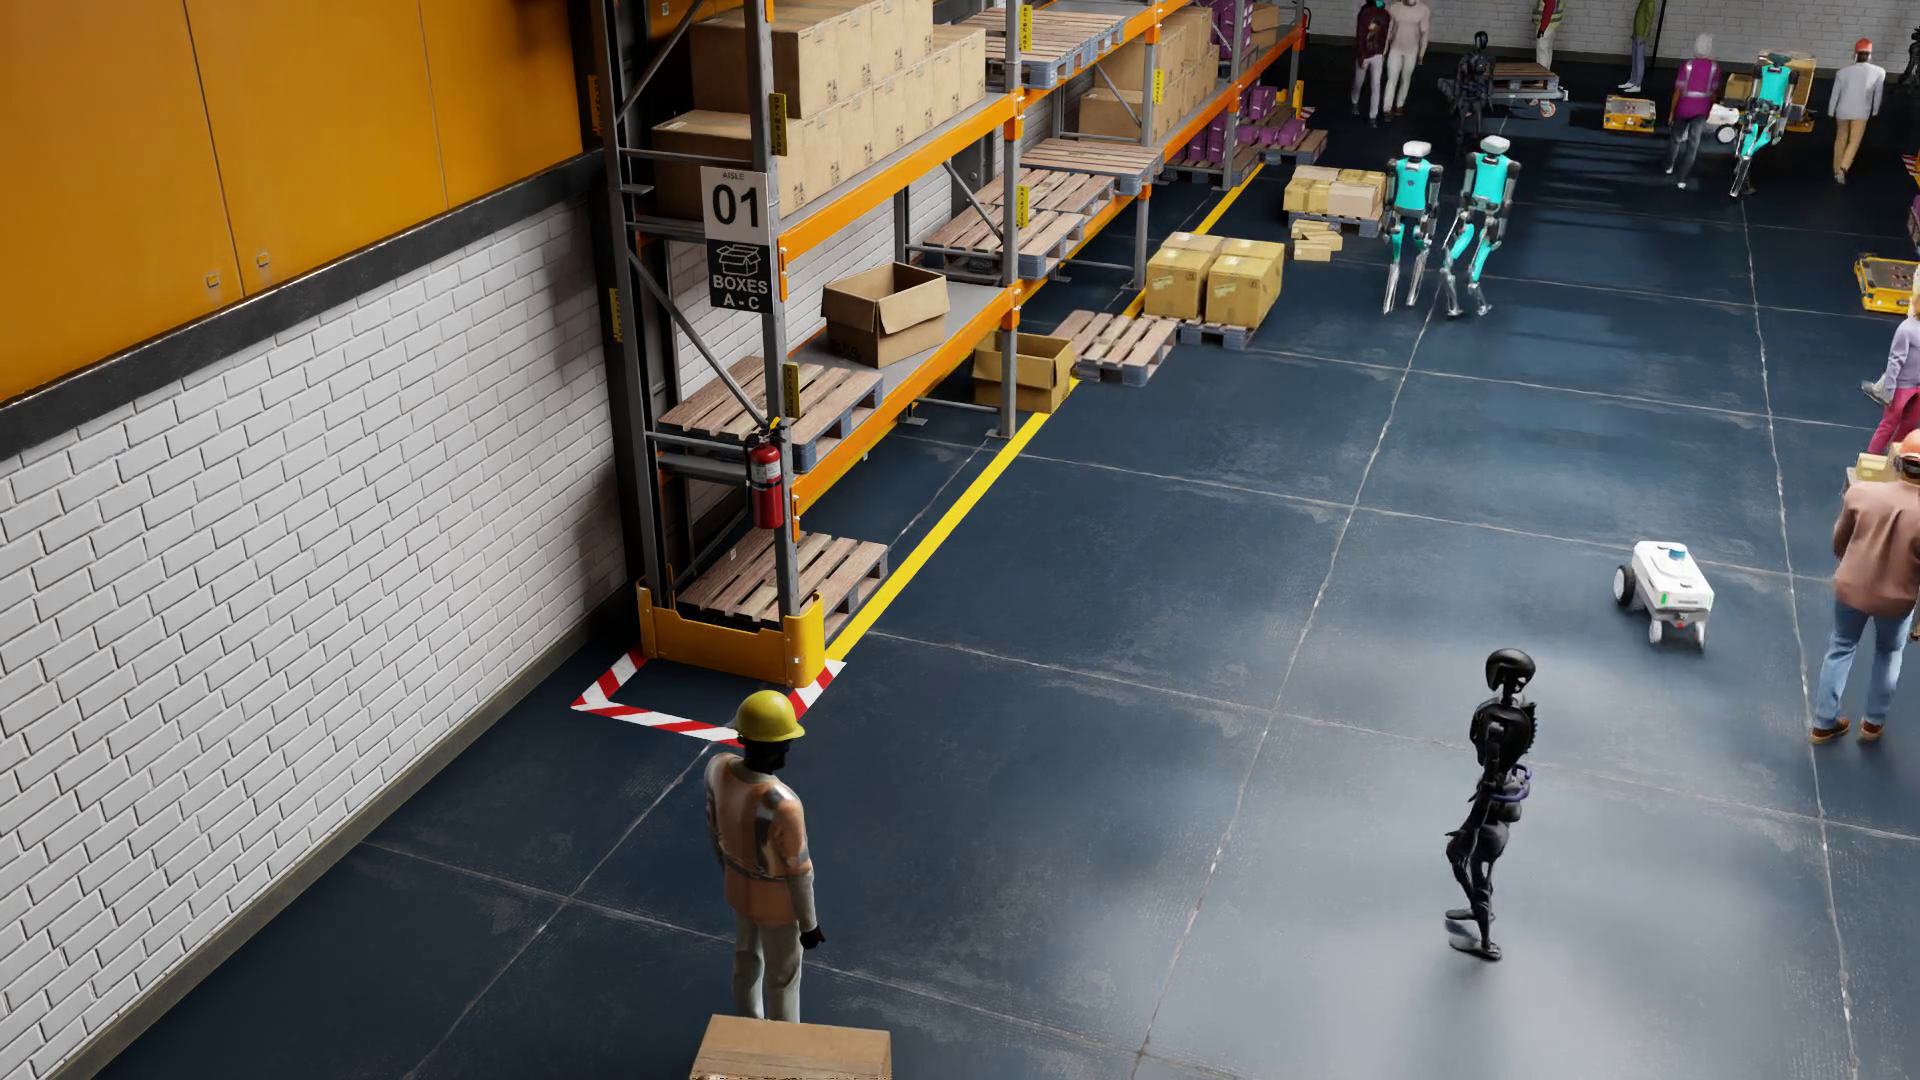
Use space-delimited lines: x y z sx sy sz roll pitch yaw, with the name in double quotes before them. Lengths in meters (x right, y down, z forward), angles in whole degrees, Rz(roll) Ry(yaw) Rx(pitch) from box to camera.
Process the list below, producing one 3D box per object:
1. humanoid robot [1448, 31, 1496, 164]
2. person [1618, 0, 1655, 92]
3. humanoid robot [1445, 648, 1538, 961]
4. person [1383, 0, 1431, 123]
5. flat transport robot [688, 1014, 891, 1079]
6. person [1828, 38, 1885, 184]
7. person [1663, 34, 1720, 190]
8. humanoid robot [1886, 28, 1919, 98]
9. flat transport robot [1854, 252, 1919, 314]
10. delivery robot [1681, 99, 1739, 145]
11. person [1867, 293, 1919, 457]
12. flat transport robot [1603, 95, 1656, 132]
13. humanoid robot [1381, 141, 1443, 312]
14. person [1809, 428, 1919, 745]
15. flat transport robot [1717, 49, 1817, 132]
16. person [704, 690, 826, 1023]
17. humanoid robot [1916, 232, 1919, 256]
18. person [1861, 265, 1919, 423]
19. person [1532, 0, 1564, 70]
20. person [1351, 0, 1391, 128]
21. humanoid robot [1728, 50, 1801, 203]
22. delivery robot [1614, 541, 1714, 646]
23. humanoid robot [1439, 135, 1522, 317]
"humanoid robot" 6.483 -5.601 21.075 0.597 1.645 0.337 -7 28 -14
"person" 10.183 -7.553 24.910 0.270 1.631 0.508 2 27 4
"humanoid robot" 2.481 1.254 7.783 0.356 1.652 0.609 13 30 24
"person" 6.170 -6.784 23.146 0.630 1.870 1.067 6 28 12
"flat transport robot" -0.756 2.784 6.351 1.431 0.231 0.659 -16 31 -28
"person" 10.888 -5.226 20.302 0.566 1.713 0.791 18 32 31
"person" 8.919 -5.245 20.260 0.507 1.790 0.982 10 29 18
"humanoid robot" 14.092 -7.320 24.422 0.609 1.646 0.478 -21 34 -35
"flat transport robot" 9.421 -2.564 16.725 0.659 0.231 1.431 10 29 19
"delivery robot" 10.070 -5.654 22.379 0.747 0.570 0.499 8 28 15
"person" 7.135 -1.148 12.497 0.505 1.622 0.295 -11 29 -20
"flat transport robot" 9.396 -5.978 23.347 0.659 0.231 1.431 9 29 17
"humanoid robot" 4.376 -3.006 16.056 0.531 1.813 0.888 14 30 25
"person" 5.206 0.266 9.375 0.634 1.968 0.594 21 34 35
"flat transport robot" 11.144 -5.912 23.217 1.431 0.231 0.659 13 30 24
"person" -0.807 1.487 7.069 0.584 1.918 0.377 24 36 39
"humanoid robot" 9.315 -2.889 15.782 0.533 1.789 0.937 8 28 16
"person" 7.966 -1.819 13.710 0.580 1.694 0.903 -2 27 -4
"person" 8.811 -7.732 25.034 0.429 1.841 0.635 16 31 28
"person" 5.694 -6.781 23.122 0.469 1.899 0.978 2 27 4
"humanoid robot" 9.285 -4.781 19.478 1.034 1.763 0.530 -23 35 -37
"delivery robot" 4.626 0.293 10.841 0.499 0.568 0.747 2 27 5
"humanoid robot" 4.872 -2.904 15.799 0.542 1.782 0.889 21 34 35
